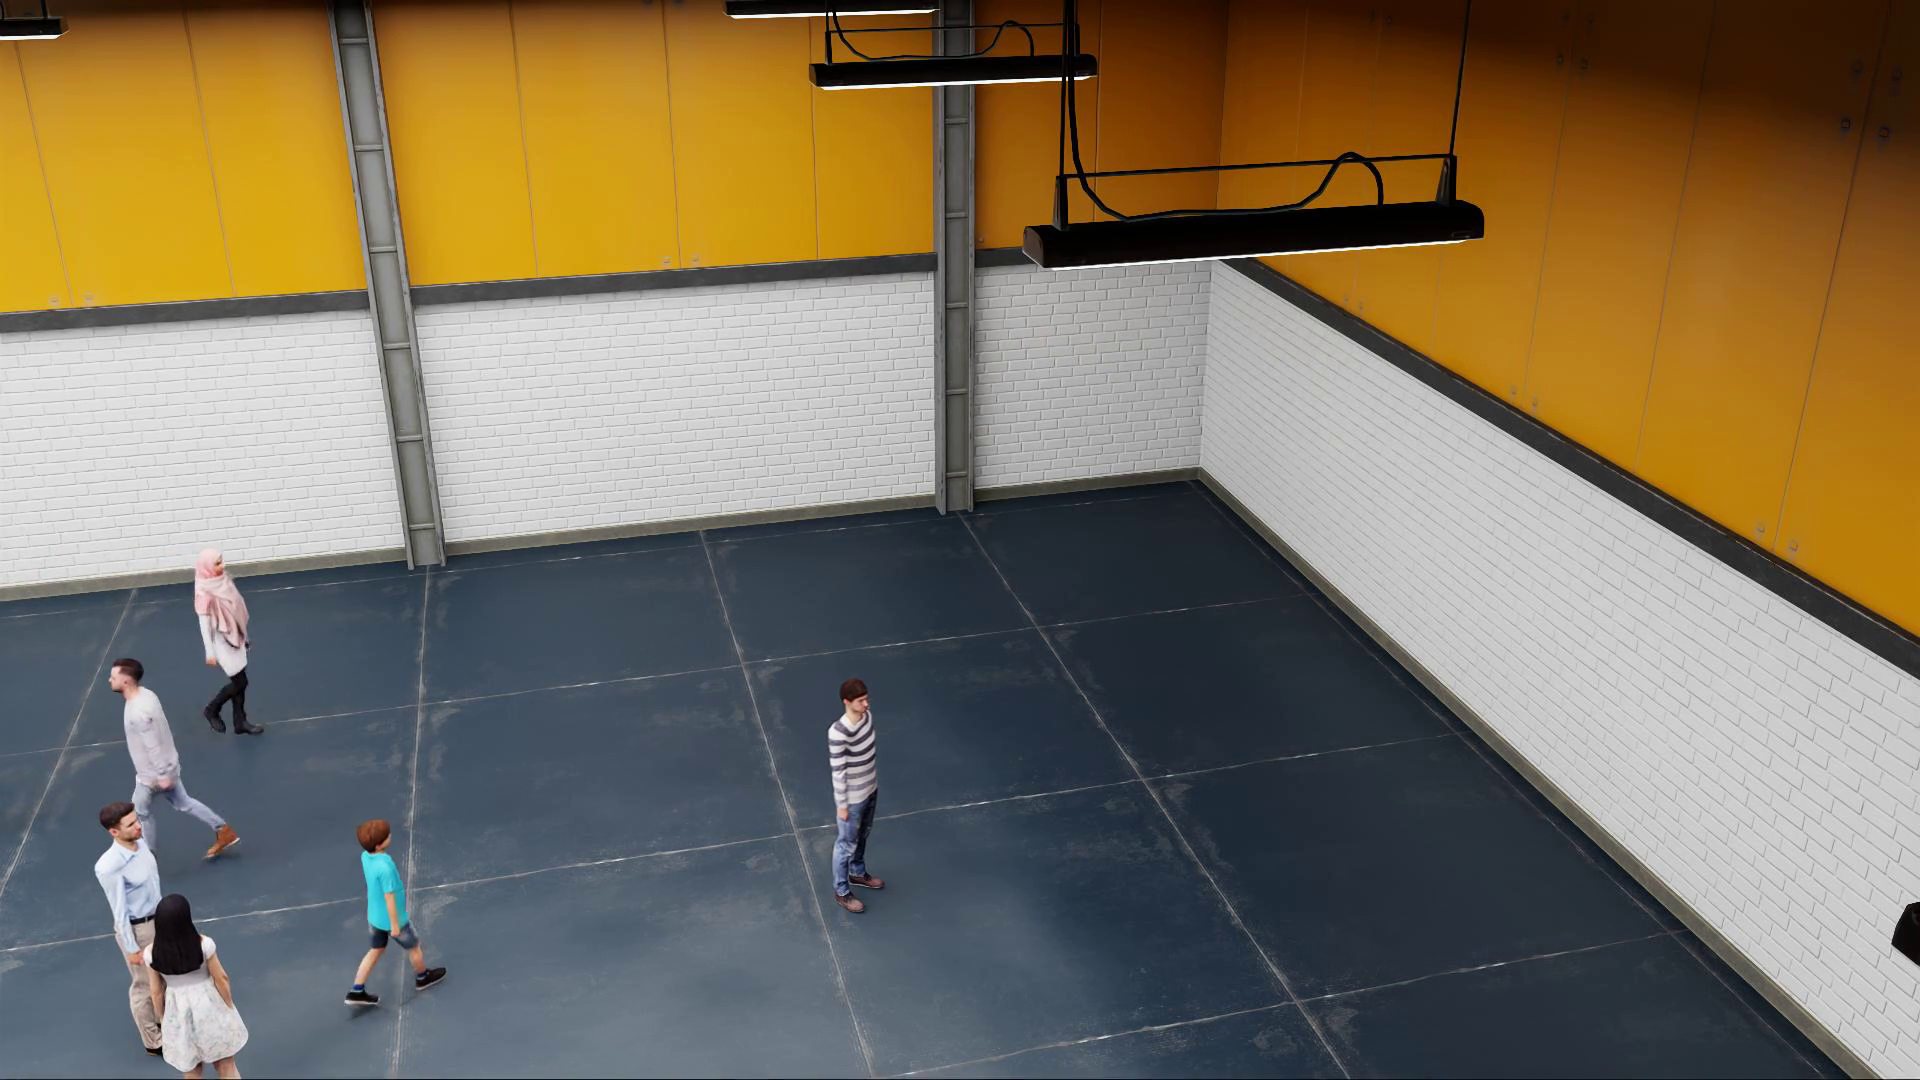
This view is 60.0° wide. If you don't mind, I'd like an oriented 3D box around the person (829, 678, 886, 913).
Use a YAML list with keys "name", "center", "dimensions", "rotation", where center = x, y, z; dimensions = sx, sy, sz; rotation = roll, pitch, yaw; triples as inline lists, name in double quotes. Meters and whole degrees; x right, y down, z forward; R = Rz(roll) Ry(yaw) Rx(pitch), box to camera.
- name: "person"
  center: [-0.781, 1.847, 12.329]
  dimensions: [0.757, 1.850, 0.717]
  rotation: [11, 26, 24]

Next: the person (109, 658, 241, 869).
- name: "person"
  center: [-6.041, 1.717, 12.688]
  dimensions: [1.130, 1.800, 0.744]
  rotation: [-9, 25, -19]

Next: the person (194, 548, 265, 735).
- name: "person"
  center: [-6.498, 0.907, 14.546]
  dimensions: [0.831, 1.796, 0.757]
  rotation: [2, 24, 5]

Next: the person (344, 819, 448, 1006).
- name: "person"
  center: [-3.951, 2.542, 11.267]
  dimensions: [0.827, 1.427, 1.005]
  rotation: [21, 31, 40]

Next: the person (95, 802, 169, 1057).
- name: "person"
  center: [-5.317, 2.505, 10.828]
  dimensions: [0.674, 1.847, 0.698]
  rotation: [-1, 24, -1]

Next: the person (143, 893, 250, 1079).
- name: "person"
  center: [-4.596, 2.895, 10.027]
  dimensions: [0.551, 1.774, 0.689]
  rotation: [-6, 24, -14]
